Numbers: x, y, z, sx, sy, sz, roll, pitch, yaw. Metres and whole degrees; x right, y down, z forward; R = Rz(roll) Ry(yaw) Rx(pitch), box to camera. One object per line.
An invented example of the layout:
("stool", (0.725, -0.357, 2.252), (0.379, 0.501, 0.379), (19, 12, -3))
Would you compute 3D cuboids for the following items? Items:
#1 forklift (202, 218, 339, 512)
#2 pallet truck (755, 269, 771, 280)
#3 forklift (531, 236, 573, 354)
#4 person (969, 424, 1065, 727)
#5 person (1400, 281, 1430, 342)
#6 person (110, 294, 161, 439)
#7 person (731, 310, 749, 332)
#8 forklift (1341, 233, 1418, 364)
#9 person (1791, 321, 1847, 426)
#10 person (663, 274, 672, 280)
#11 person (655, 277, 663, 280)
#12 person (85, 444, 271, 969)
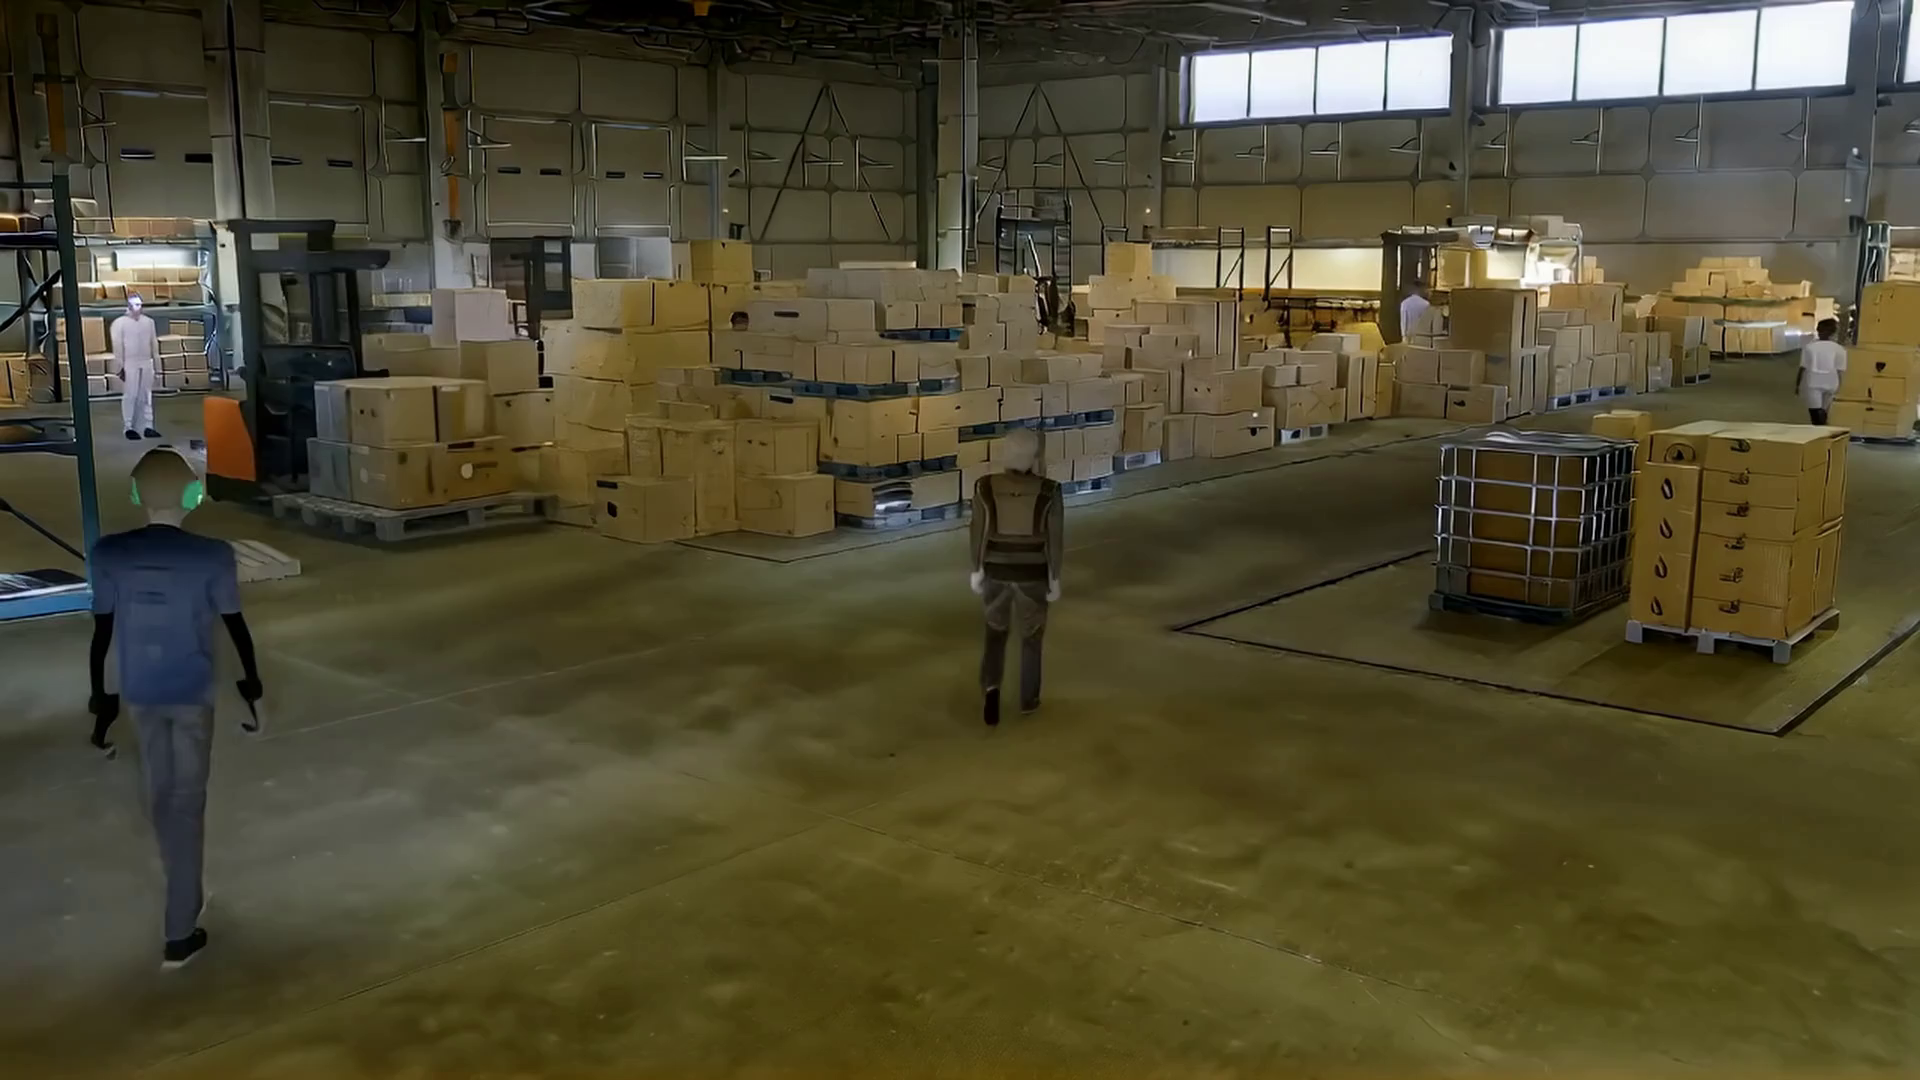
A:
("forklift", (-6.542, -1.734, 16.262), (1.873, 2.768, 1.129), (8, 13, 40))
("pallet truck", (-4.996, -6.432, 45.525), (1.885, 1.965, 0.823), (-6, 12, -32))
("forklift", (-9.601, -5.790, 39.356), (1.873, 2.768, 1.129), (8, 13, 40))
("person", (0.295, 0.192, 8.879), (0.523, 1.616, 0.658), (2, 10, 11))
("person", (8.392, -3.794, 30.678), (0.436, 1.929, 0.668), (-8, 13, -38))
("person", (-11.041, -2.328, 22.335), (0.376, 1.937, 0.629), (6, 12, 33))
("person", (-2.522, -1.760, 19.412), (0.649, 1.827, 0.434), (4, 11, 20))
("forklift", (8.358, -4.466, 31.817), (1.873, 2.768, 1.129), (8, 13, 40))
("person", (10.689, -1.900, 20.693), (0.543, 1.644, 0.876), (1, 10, 5))
("person", (-7.581, -5.960, 43.183), (0.979, 1.872, 0.610), (1, 10, 4))
("person", (-6.508, -4.724, 36.021), (0.636, 1.928, 0.380), (-4, 11, -22))
("person", (-2.826, 0.573, 6.066), (0.560, 1.841, 0.756), (-1, 10, -4))
